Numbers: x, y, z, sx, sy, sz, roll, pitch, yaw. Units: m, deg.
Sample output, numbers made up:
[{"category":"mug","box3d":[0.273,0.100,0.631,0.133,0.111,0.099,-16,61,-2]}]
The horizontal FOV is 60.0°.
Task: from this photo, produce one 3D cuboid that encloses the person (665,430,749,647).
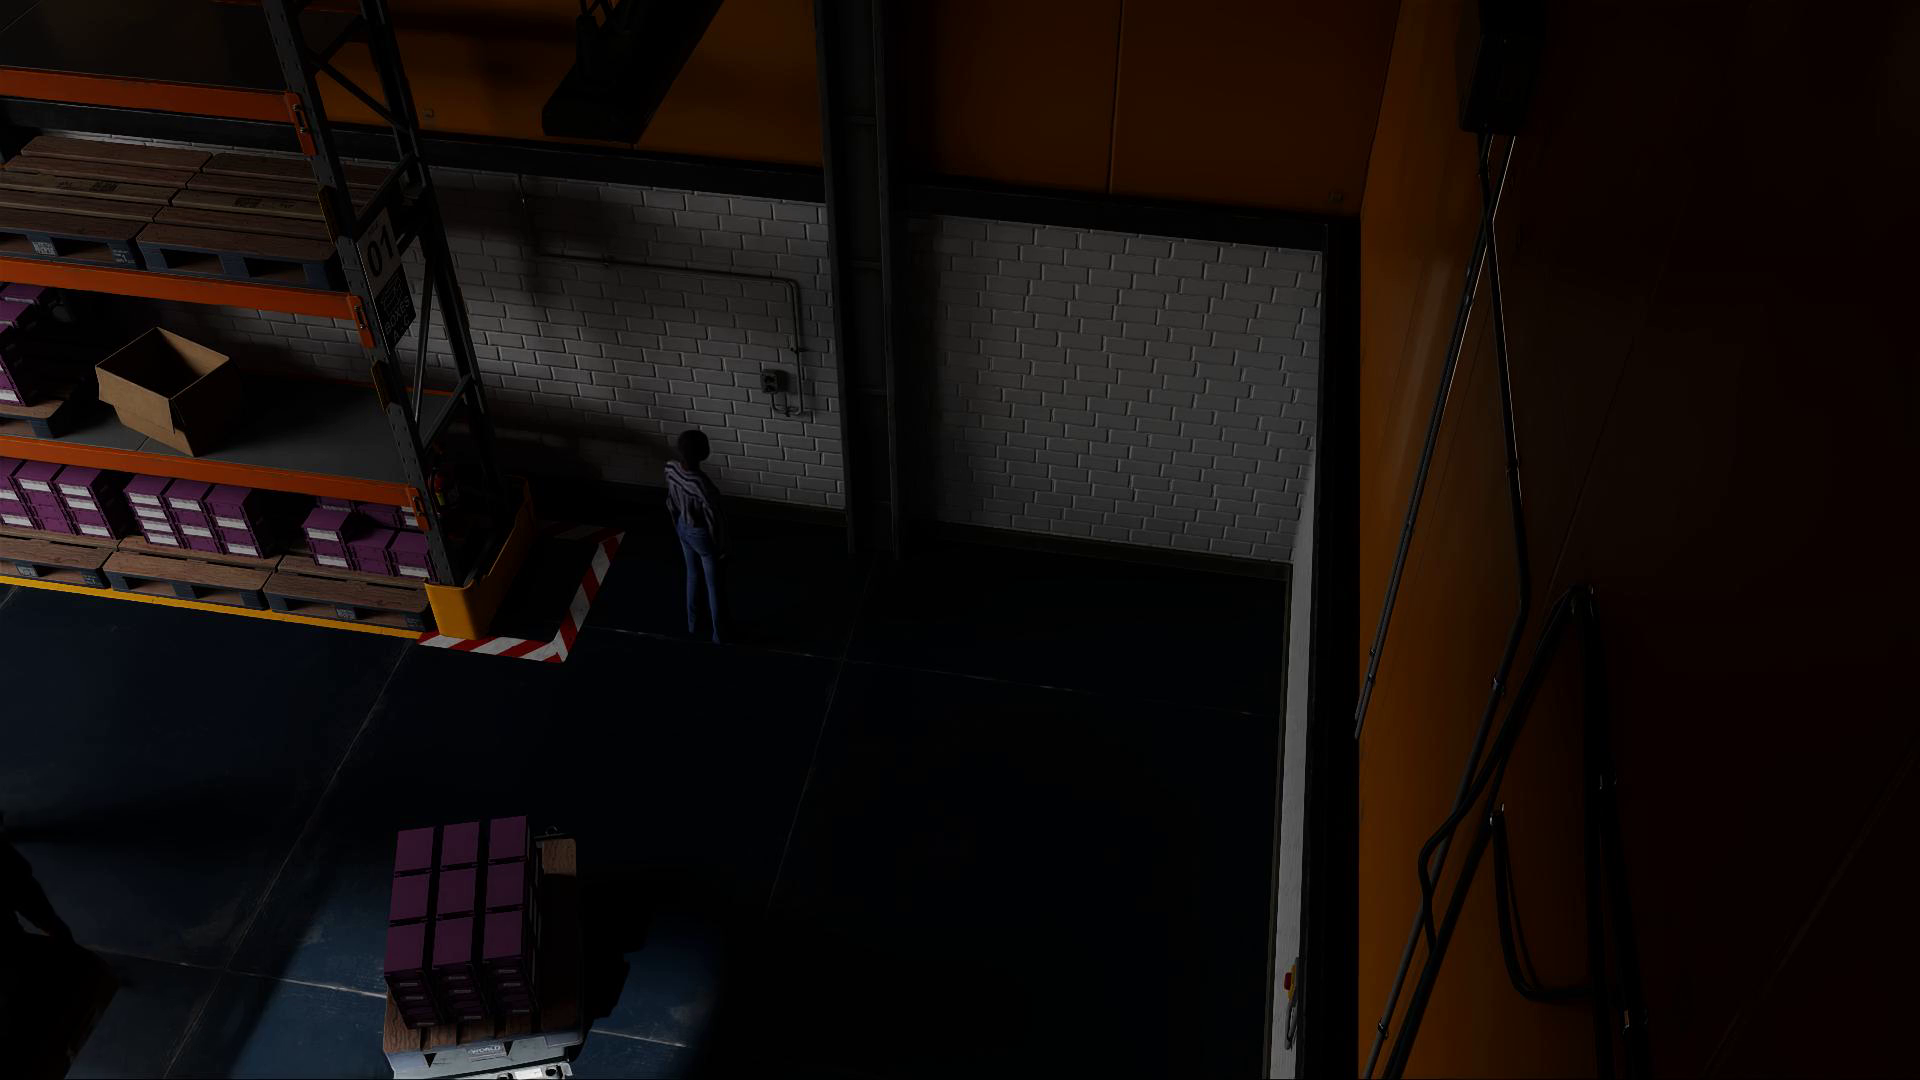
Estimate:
[{"category":"person","box3d":[-1.706,0.006,10.975,0.648,1.794,0.759,31,52,28]}]
